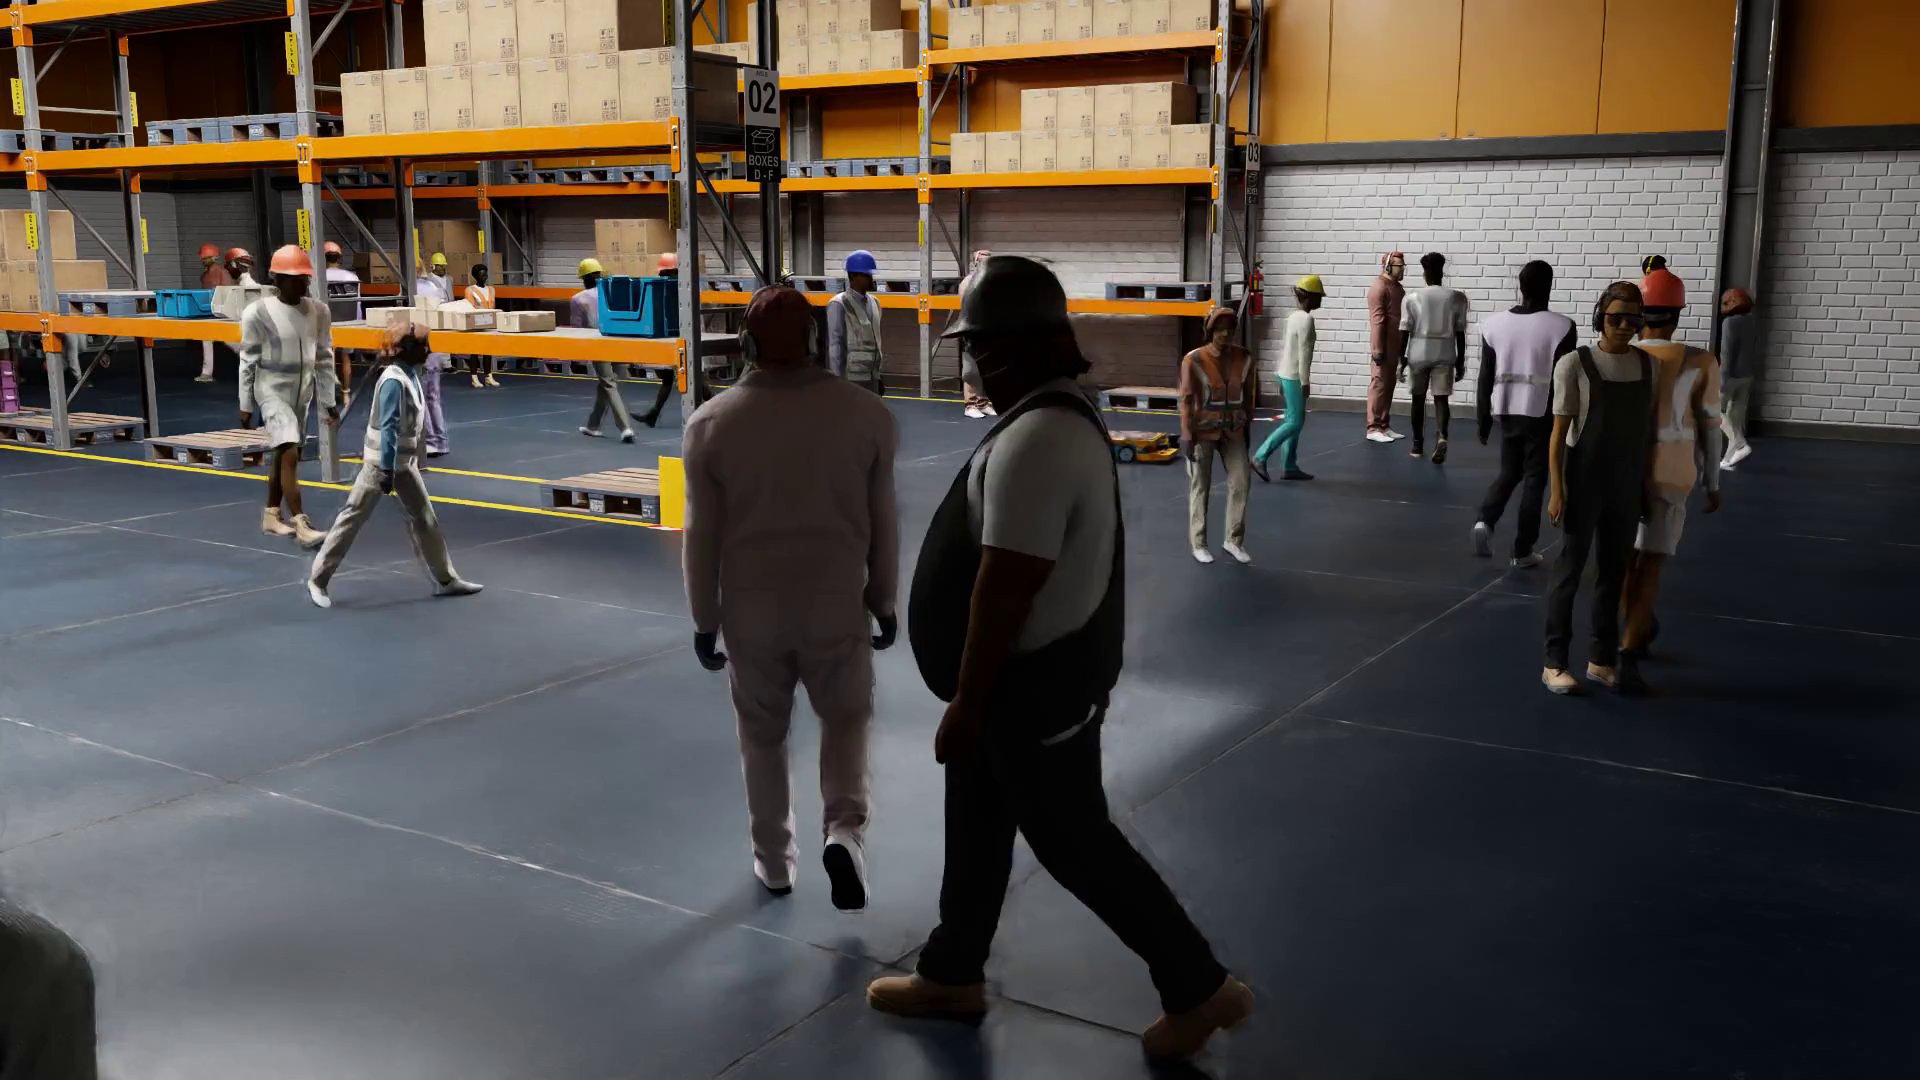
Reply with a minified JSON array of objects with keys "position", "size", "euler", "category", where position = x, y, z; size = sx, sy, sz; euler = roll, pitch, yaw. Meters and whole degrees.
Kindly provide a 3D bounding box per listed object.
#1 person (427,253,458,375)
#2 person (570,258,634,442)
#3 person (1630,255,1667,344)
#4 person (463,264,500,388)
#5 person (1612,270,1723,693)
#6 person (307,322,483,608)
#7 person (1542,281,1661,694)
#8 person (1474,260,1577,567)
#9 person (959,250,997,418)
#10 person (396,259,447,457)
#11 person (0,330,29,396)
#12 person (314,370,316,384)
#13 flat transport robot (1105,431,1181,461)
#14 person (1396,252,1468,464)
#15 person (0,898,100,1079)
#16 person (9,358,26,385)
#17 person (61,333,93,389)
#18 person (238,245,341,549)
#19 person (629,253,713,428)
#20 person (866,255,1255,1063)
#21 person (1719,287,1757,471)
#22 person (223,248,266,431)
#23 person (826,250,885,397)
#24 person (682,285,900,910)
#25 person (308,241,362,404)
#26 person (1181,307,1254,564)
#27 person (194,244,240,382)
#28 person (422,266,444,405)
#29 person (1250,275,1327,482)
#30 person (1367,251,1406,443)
[{"position":[-7.808,-3.390,24.998],"size":[0.403,1.827,0.602],"euler":[6,12,32],"category":"person"},{"position":[-3.601,-1.916,16.831],"size":[0.595,1.842,1.067],"euler":[-9,14,-41],"category":"person"},{"position":[7.074,-1.988,17.118],"size":[0.312,1.869,0.537],"euler":[6,12,32],"category":"person"},{"position":[-6.568,-2.940,22.871],"size":[0.316,1.695,0.541],"euler":[6,12,32],"category":"person"},{"position":[3.195,-0.289,7.669],"size":[0.553,1.881,1.007],"euler":[8,13,38],"category":"person"},{"position":[-3.228,-0.425,9.280],"size":[0.925,1.575,0.552],"euler":[-1,10,-4],"category":"person"},{"position":[2.869,-0.227,7.436],"size":[0.514,1.842,0.324],"euler":[-2,10,-12],"category":"person"},{"position":[3.464,-0.759,10.214],"size":[0.512,1.902,0.596],"euler":[-9,14,-42],"category":"person"},{"position":[0.263,-2.353,19.039],"size":[0.406,1.906,0.654],"euler":[6,12,32],"category":"person"},{"position":[-5.068,-1.712,15.623],"size":[0.449,1.865,0.722],"euler":[1,10,4],"category":"person"},{"position":[-12.476,-2.805,21.663],"size":[0.556,1.860,0.959],"euler":[-7,12,-34],"category":"person"},{"position":[-9.185,-3.073,23.235],"size":[0.404,1.830,0.602],"euler":[6,12,32],"category":"person"},{"position":[1.299,-0.892,15.477],"size":[1.431,0.197,0.652],"euler":[3,11,17],"category":"flat transport robot"},{"position":[4.312,-1.660,15.168],"size":[0.629,1.926,0.928],"euler":[2,10,12],"category":"person"},{"position":[-1.076,0.879,1.672],"size":[0.486,1.707,0.868],"euler":[-3,11,-16],"category":"person"},{"position":[-13.391,-3.100,23.002],"size":[0.902,1.962,0.649],"euler":[5,11,25],"category":"person"},{"position":[-12.258,-3.041,22.819],"size":[0.820,1.918,0.644],"euler":[4,11,23],"category":"person"},{"position":[-4.427,-0.950,11.058],"size":[0.970,1.982,0.612],"euler":[6,12,31],"category":"person"},{"position":[-3.045,-2.121,17.827],"size":[0.986,1.877,0.580],"euler":[-3,11,-18],"category":"person"},{"position":[0.260,0.276,4.103],"size":[0.952,2.000,0.682],"euler":[1,10,5],"category":"person"},{"position":[6.816,-1.406,14.608],"size":[0.542,1.605,0.431],"euler":[-7,13,-35],"category":"person"},{"position":[-7.370,-2.054,17.293],"size":[0.444,1.940,0.782],"euler":[-5,11,-24],"category":"person"},{"position":[-0.792,-1.289,13.032],"size":[0.402,1.943,0.617],"euler":[6,12,32],"category":"person"},{"position":[-0.499,0.193,4.963],"size":[0.660,1.891,0.640],"euler":[-2,10,-10],"category":"person"},{"position":[-7.593,-2.621,20.243],"size":[0.624,2.018,0.768],"euler":[-5,11,-25],"category":"person"},{"position":[1.597,-0.636,10.332],"size":[0.525,1.612,0.499],"euler":[-3,11,-15],"category":"person"},{"position":[-10.658,-3.274,23.978],"size":[0.610,1.969,0.901],"euler":[5,11,25],"category":"person"},{"position":[-6.585,-2.512,20.377],"size":[0.541,1.729,0.623],"euler":[-6,12,-32],"category":"person"},{"position":[2.751,-1.352,13.955],"size":[0.630,1.735,0.545],"euler":[0,10,-1],"category":"person"},{"position":[4.337,-1.945,16.779],"size":[0.406,1.906,0.654],"euler":[6,12,32],"category":"person"}]
